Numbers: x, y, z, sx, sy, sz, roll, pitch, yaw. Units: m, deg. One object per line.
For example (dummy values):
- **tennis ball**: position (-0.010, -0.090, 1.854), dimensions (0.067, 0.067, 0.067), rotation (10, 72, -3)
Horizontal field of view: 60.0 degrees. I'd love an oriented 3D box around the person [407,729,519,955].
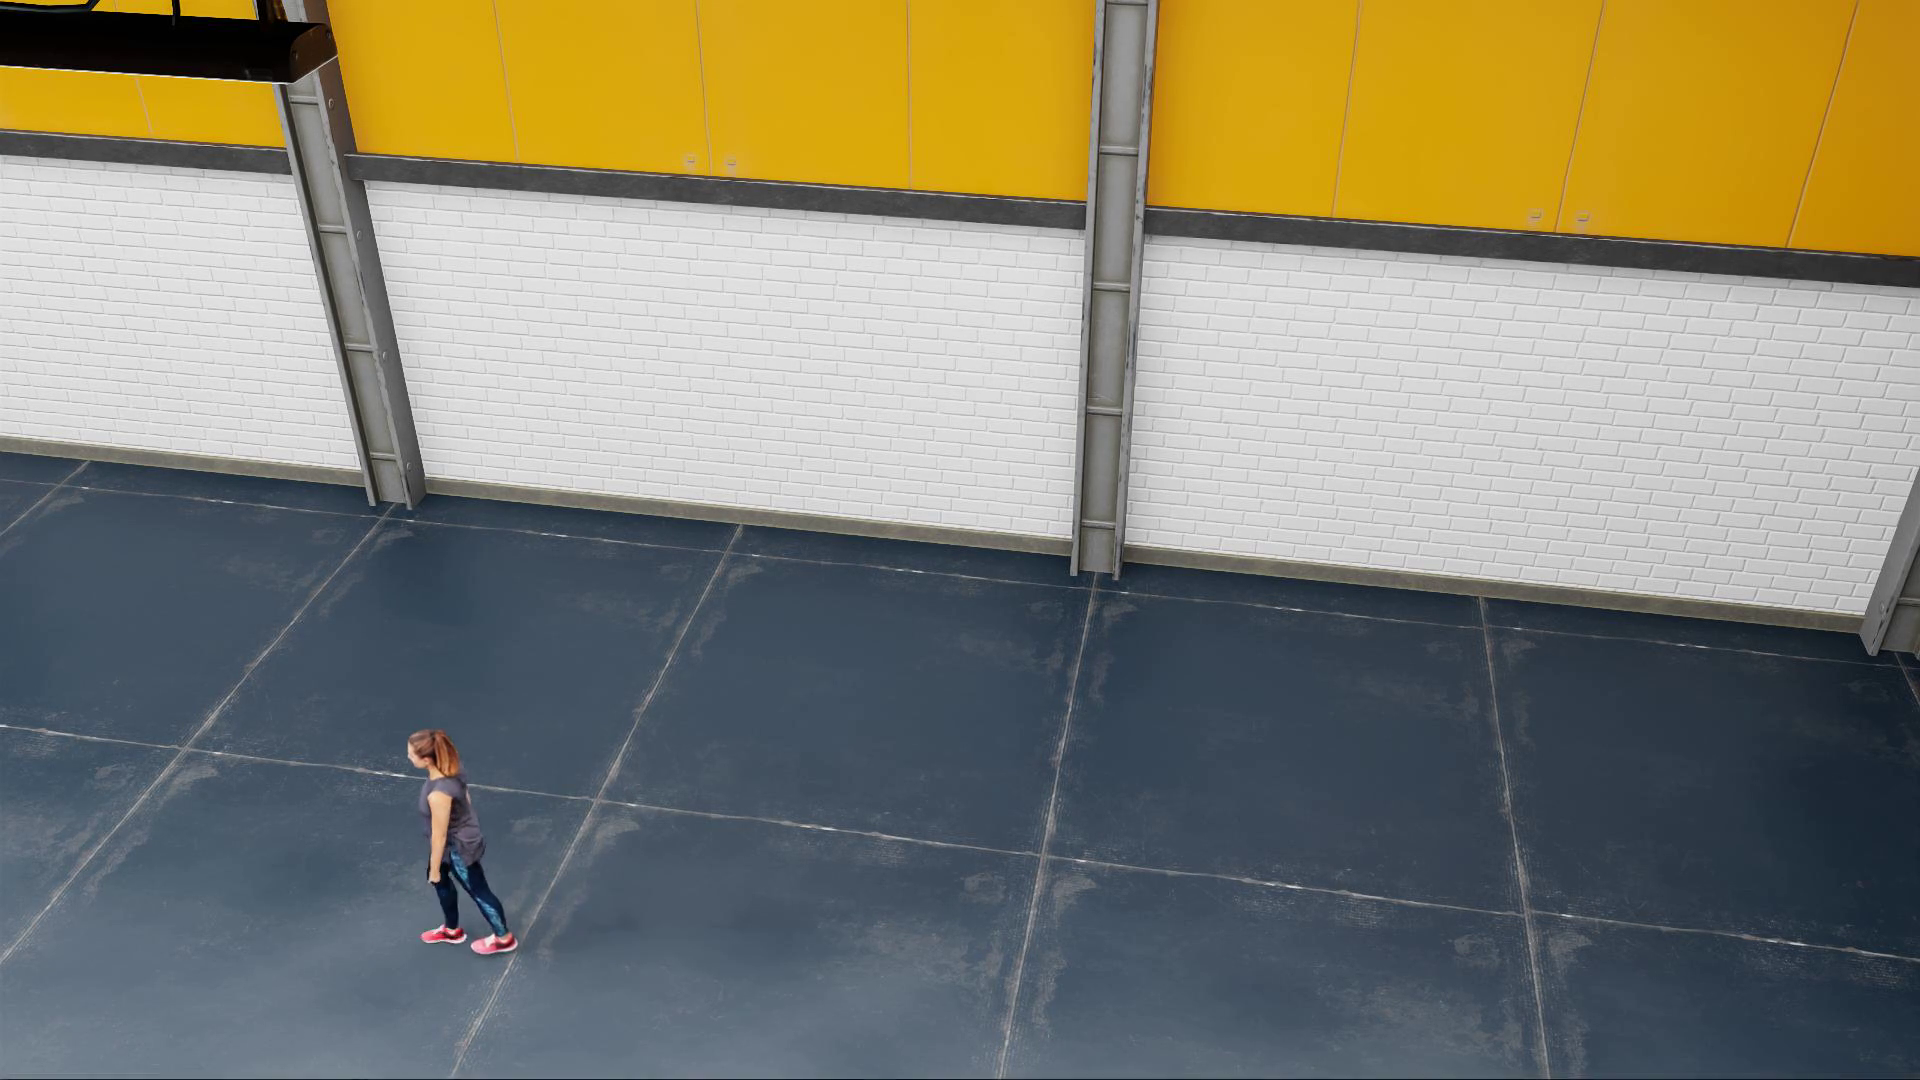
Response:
- **person**: position (-2.784, 1.750, 9.526), dimensions (0.877, 1.707, 0.730), rotation (-5, 34, -7)
